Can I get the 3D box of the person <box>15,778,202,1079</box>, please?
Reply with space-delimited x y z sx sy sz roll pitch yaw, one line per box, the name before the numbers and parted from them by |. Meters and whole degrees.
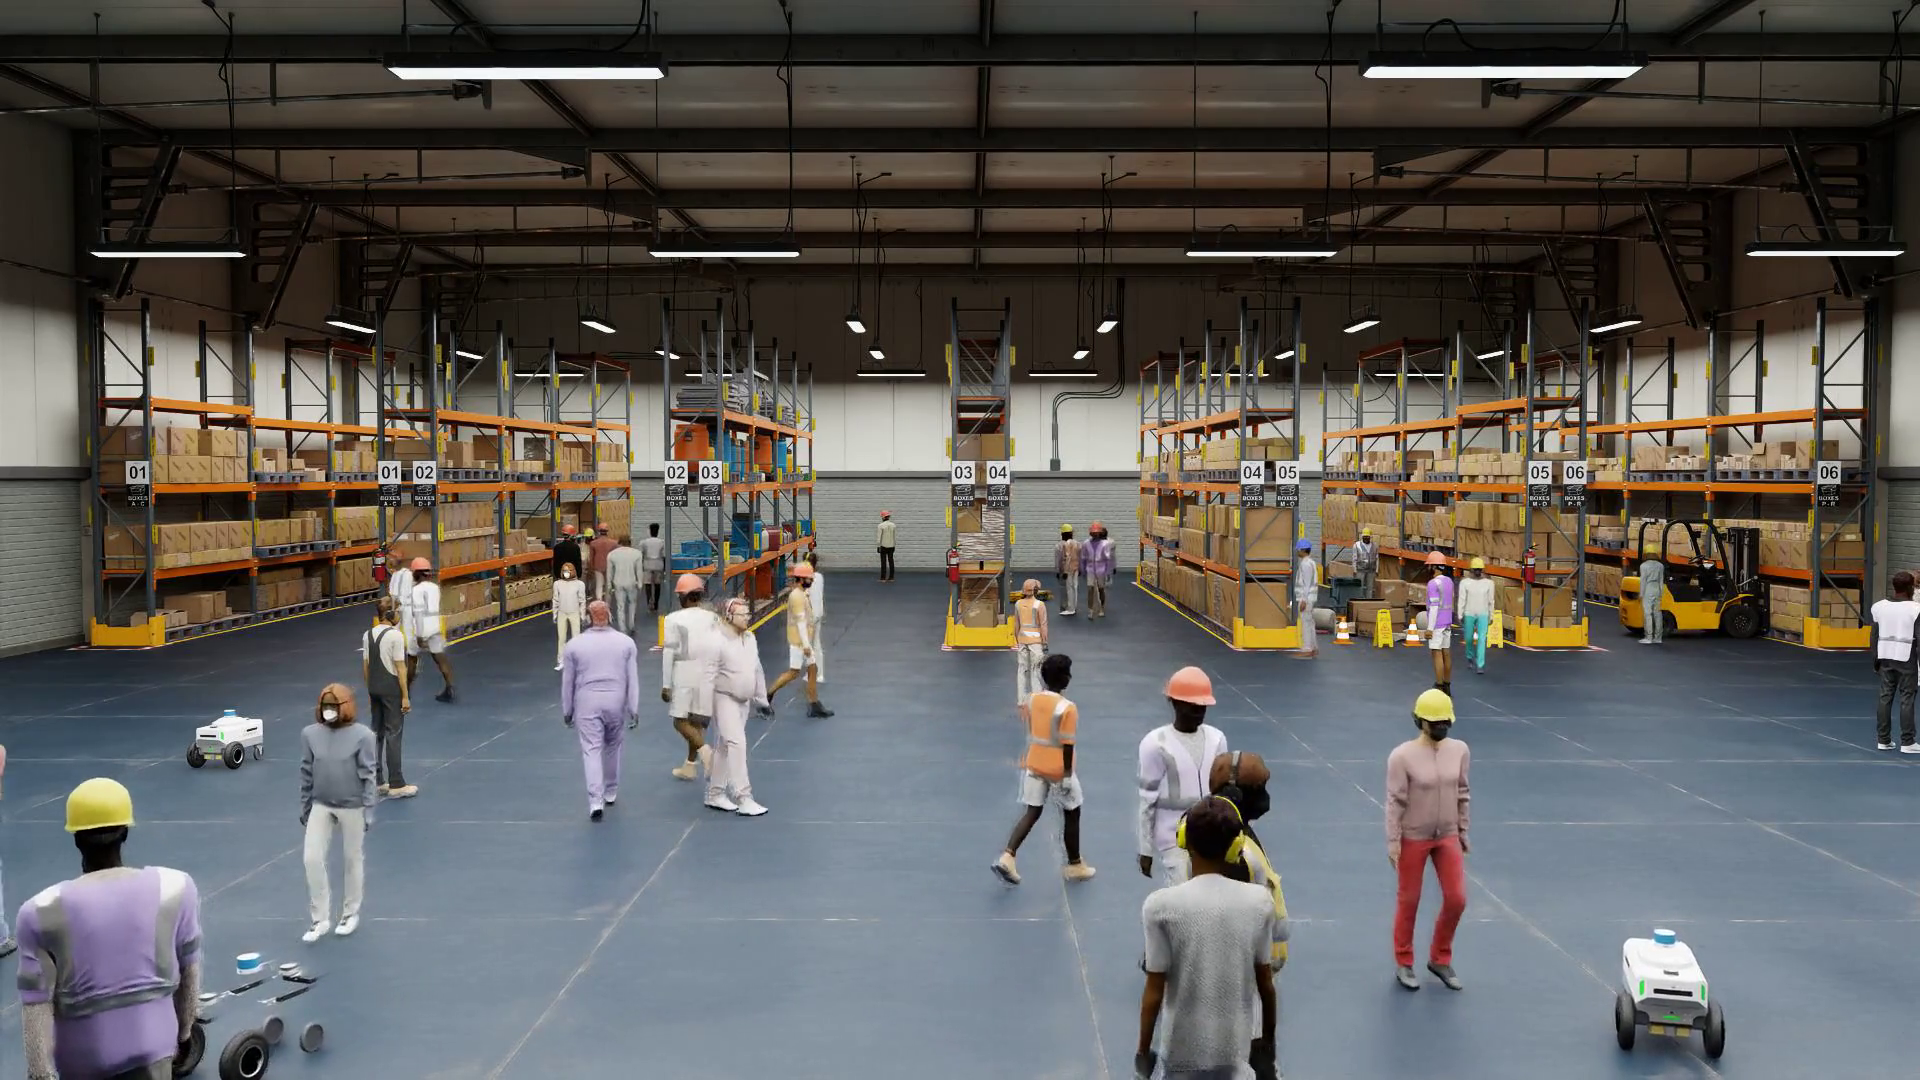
person | -2.989 1.780 5.699 0.589 1.876 1.010 -2 3 -35

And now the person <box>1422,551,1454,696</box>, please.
person | 6.352 1.118 21.507 0.370 1.939 0.543 2 3 42

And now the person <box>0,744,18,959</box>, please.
person | -5.913 1.707 9.512 0.526 1.713 0.938 0 2 -7

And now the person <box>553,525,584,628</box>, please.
person | -7.575 0.703 31.247 0.611 1.996 0.378 1 2 20

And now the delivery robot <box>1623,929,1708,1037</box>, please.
delivery robot | 3.689 2.290 8.461 0.477 0.478 0.707 1 3 17

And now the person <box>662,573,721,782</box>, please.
person | -2.513 1.323 15.369 0.610 2.024 0.783 -2 3 -44

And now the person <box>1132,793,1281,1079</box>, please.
person | 0.872 1.809 5.574 0.575 1.832 0.884 -1 2 -15

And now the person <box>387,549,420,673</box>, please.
person | -8.324 1.066 23.802 0.566 1.851 0.795 2 3 44

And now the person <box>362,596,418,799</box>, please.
person | -5.248 1.433 14.819 0.506 1.839 0.343 1 3 29

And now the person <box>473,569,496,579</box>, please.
person | -10.964 0.566 36.949 0.597 1.814 0.438 1 2 23

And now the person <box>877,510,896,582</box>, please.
person | -2.055 0.166 44.901 0.615 1.987 0.406 -2 3 -39

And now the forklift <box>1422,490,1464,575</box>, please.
forklift | 13.926 -0.371 47.846 1.873 2.768 1.129 0 2 0

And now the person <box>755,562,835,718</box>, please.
person | -2.015 1.210 19.645 0.902 1.911 0.542 0 2 0

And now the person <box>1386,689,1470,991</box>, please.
person | 2.676 1.706 9.229 0.541 1.735 0.493 -1 2 -15

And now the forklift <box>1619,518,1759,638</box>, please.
forklift | 13.417 0.684 29.791 2.313 2.155 1.214 0 2 0

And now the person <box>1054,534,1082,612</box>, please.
person | 2.348 0.657 34.895 0.617 1.806 0.931 0 2 -2

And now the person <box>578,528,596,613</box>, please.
person | -7.909 0.656 34.461 0.600 1.829 0.404 0 2 2

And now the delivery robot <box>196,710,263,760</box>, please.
delivery robot | -7.444 1.975 16.464 0.477 0.478 0.707 0 2 11

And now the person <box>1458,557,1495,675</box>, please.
person | 7.760 1.110 24.274 0.527 1.737 0.854 1 2 15

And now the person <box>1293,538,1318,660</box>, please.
person | 5.549 0.937 25.950 0.404 1.945 0.614 1 2 19

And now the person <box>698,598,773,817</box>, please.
person | -1.886 1.445 14.026 0.857 1.872 0.660 1 3 25

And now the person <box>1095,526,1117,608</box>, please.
person | 3.179 0.597 36.082 0.629 1.822 0.635 0 2 -10

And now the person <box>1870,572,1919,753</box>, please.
person | 10.033 1.298 17.250 0.375 1.916 0.599 -1 3 -29

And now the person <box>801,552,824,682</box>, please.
person | -2.124 1.100 22.988 0.439 1.858 0.501 1 3 30

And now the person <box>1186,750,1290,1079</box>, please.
person | 1.115 1.764 6.535 0.429 1.844 0.626 0 2 9

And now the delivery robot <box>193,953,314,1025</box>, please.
delivery robot | -3.542 2.182 8.033 0.335 0.223 0.698 1 2 22

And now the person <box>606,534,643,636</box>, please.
person | -6.051 0.829 29.186 0.661 1.901 0.929 0 2 -9

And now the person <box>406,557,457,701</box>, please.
person | -6.972 1.171 21.060 0.983 1.882 0.566 1 2 18

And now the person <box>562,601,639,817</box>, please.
person | -3.149 1.460 14.142 0.650 1.855 1.001 -1 2 -17

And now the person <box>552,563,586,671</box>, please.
person | -5.910 1.160 24.422 0.520 1.641 0.339 0 2 2

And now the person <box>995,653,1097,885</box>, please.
person | 0.609 1.646 11.608 0.795 1.672 0.531 -2 3 -40

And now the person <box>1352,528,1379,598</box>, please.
person | 8.762 0.643 34.820 0.591 1.829 0.404 0 2 -5

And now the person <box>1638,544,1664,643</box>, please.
person | 12.116 0.943 28.347 0.492 1.742 0.319 -1 2 -19

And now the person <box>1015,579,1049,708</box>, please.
person | 0.903 1.310 20.390 0.513 1.640 0.307 2 3 43

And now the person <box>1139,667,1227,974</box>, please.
person | 1.232 1.647 8.989 0.556 1.916 0.884 -1 3 -30

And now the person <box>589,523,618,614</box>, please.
person | -7.535 0.611 34.163 0.627 1.958 0.784 0 2 -12

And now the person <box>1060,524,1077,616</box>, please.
person | 2.279 0.624 34.086 0.379 1.928 0.585 1 2 16

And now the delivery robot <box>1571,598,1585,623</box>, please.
delivery robot | 11.974 1.377 31.522 0.477 0.478 0.707 0 2 11

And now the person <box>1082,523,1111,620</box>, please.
person | 2.826 0.632 33.310 0.619 1.991 1.073 1 2 13

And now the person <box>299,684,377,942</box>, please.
person | -3.970 1.721 10.218 0.530 1.609 0.584 0 2 2

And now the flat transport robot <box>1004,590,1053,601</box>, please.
flat transport robot | 1.606 1.307 37.952 0.652 0.197 1.431 1 3 28

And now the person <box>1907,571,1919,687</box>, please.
person | 13.278 1.239 22.643 0.539 1.597 0.853 0 2 -10

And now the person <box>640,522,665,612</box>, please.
person | -6.575 0.591 34.634 0.627 1.950 0.697 0 2 -11
